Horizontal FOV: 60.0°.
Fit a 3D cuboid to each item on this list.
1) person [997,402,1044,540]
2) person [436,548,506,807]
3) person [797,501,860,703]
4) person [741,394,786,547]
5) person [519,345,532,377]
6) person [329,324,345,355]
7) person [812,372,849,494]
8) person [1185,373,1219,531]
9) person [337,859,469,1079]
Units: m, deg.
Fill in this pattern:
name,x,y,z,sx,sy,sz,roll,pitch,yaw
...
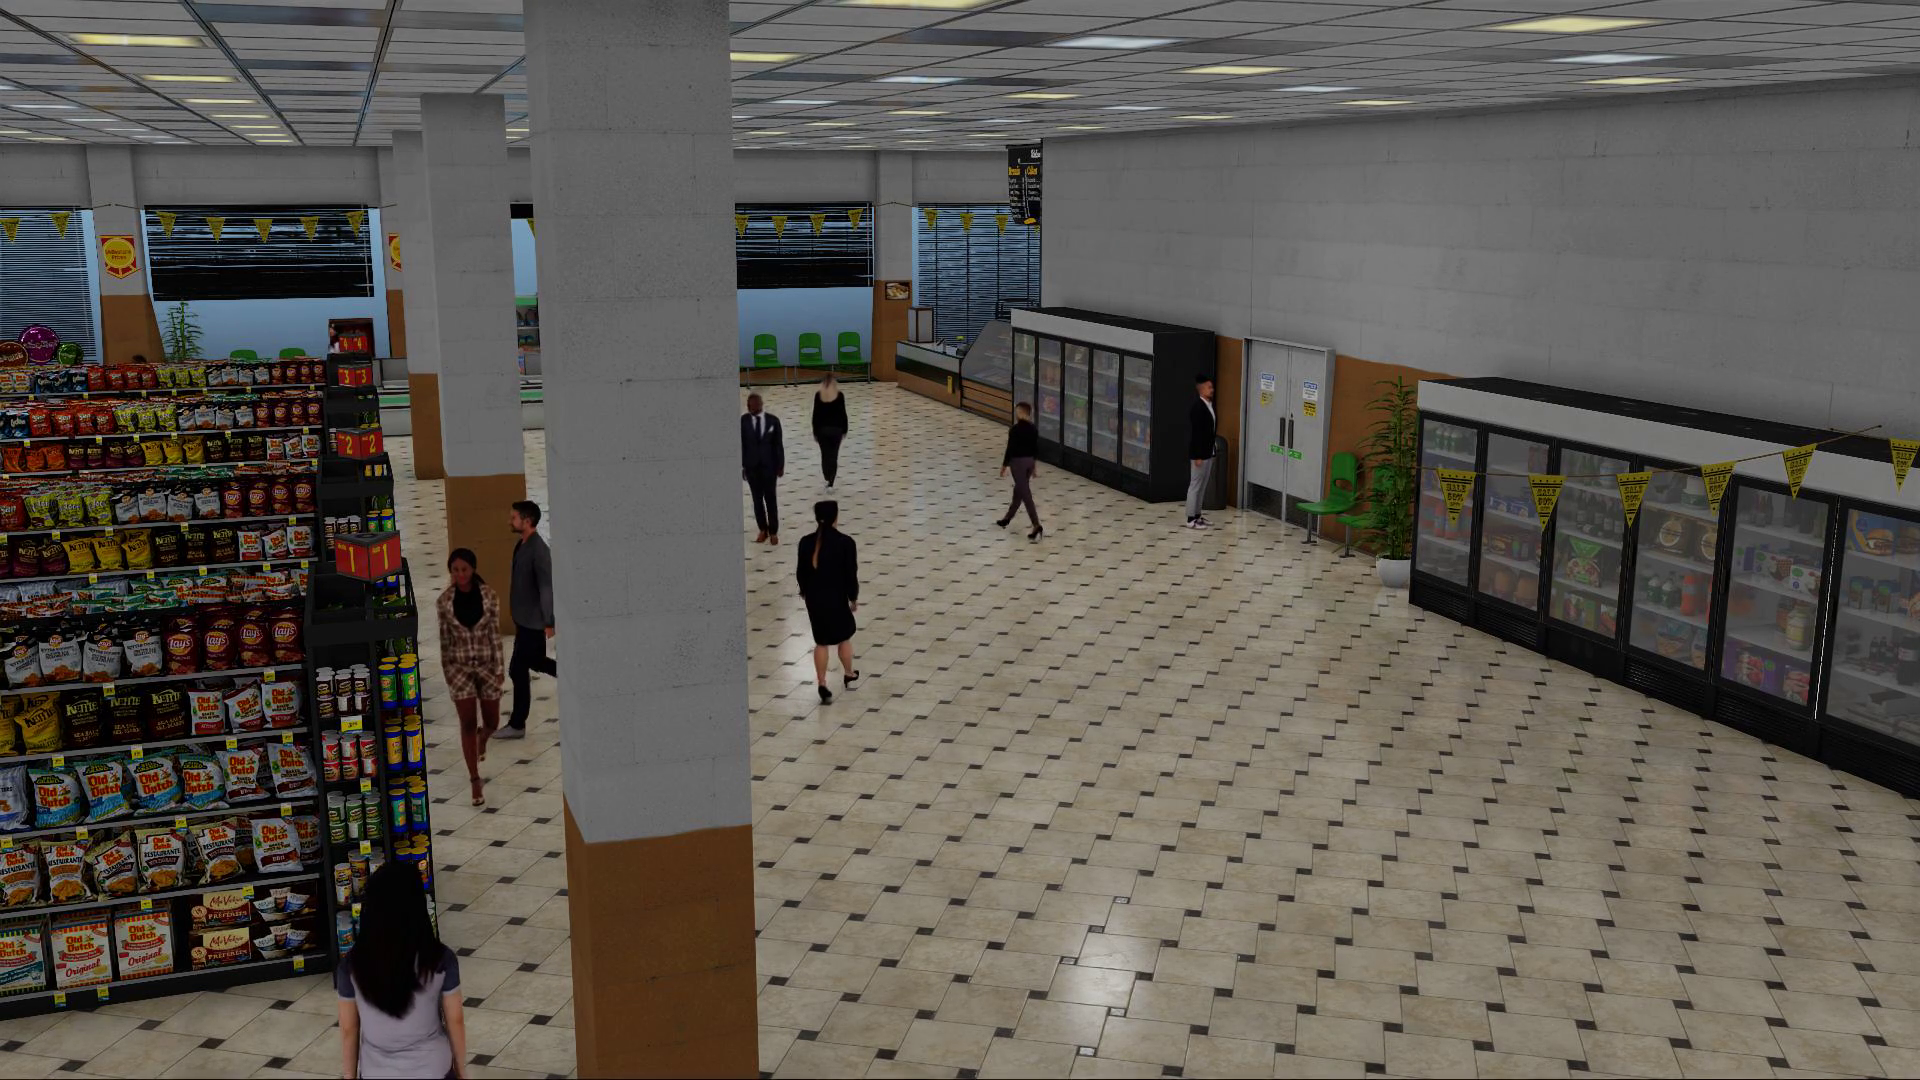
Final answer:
name,x,y,z,sx,sy,sz,roll,pitch,yaw
person,0.824,-0.802,20.049,0.976,1.633,1.057,10,16,40
person,-3.363,0.919,11.539,0.889,1.771,0.658,-3,12,-16
person,-1.111,0.525,13.684,0.987,1.658,1.028,3,12,16
person,-2.388,-0.861,19.938,0.947,1.794,0.948,0,12,1
person,-8.263,-3.099,31.856,0.570,1.262,0.531,-8,14,-32
person,-11.141,-3.002,30.086,0.737,1.803,0.663,-4,13,-20
person,-1.822,-1.469,23.134,0.722,1.667,0.807,0,12,1
person,3.023,-1.125,20.816,0.850,1.949,0.770,6,13,28
person,-2.107,2.072,6.266,0.687,1.689,0.729,-2,12,-10
